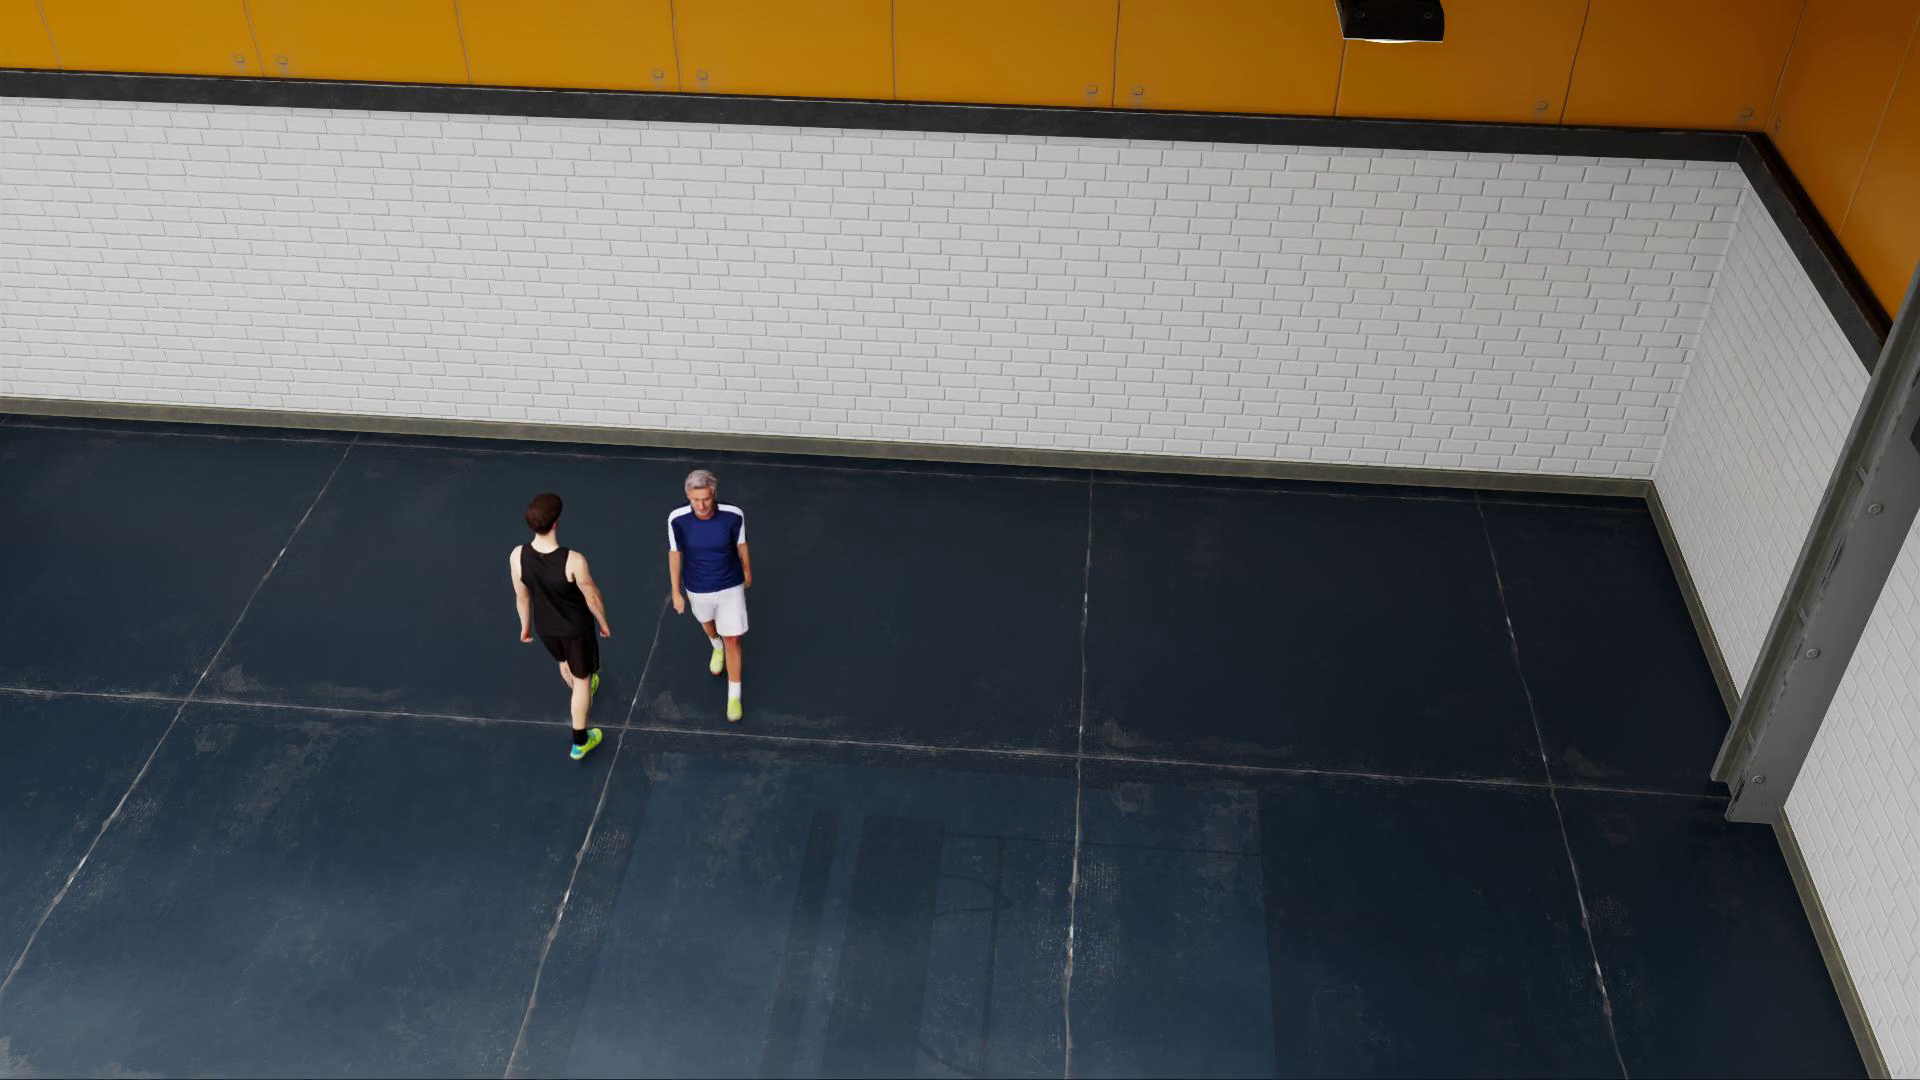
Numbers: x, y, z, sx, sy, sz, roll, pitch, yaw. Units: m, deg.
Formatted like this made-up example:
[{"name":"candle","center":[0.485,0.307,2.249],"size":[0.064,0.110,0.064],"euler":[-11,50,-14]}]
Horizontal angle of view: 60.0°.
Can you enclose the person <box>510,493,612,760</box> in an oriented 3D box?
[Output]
[{"name":"person","center":[-2.471,0.563,10.336],"size":[0.754,1.868,1.011],"euler":[6,39,7]}]

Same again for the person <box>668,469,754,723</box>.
[{"name":"person","center":[-1.601,0.218,10.826],"size":[0.759,1.795,1.134],"euler":[-2,39,-3]}]
